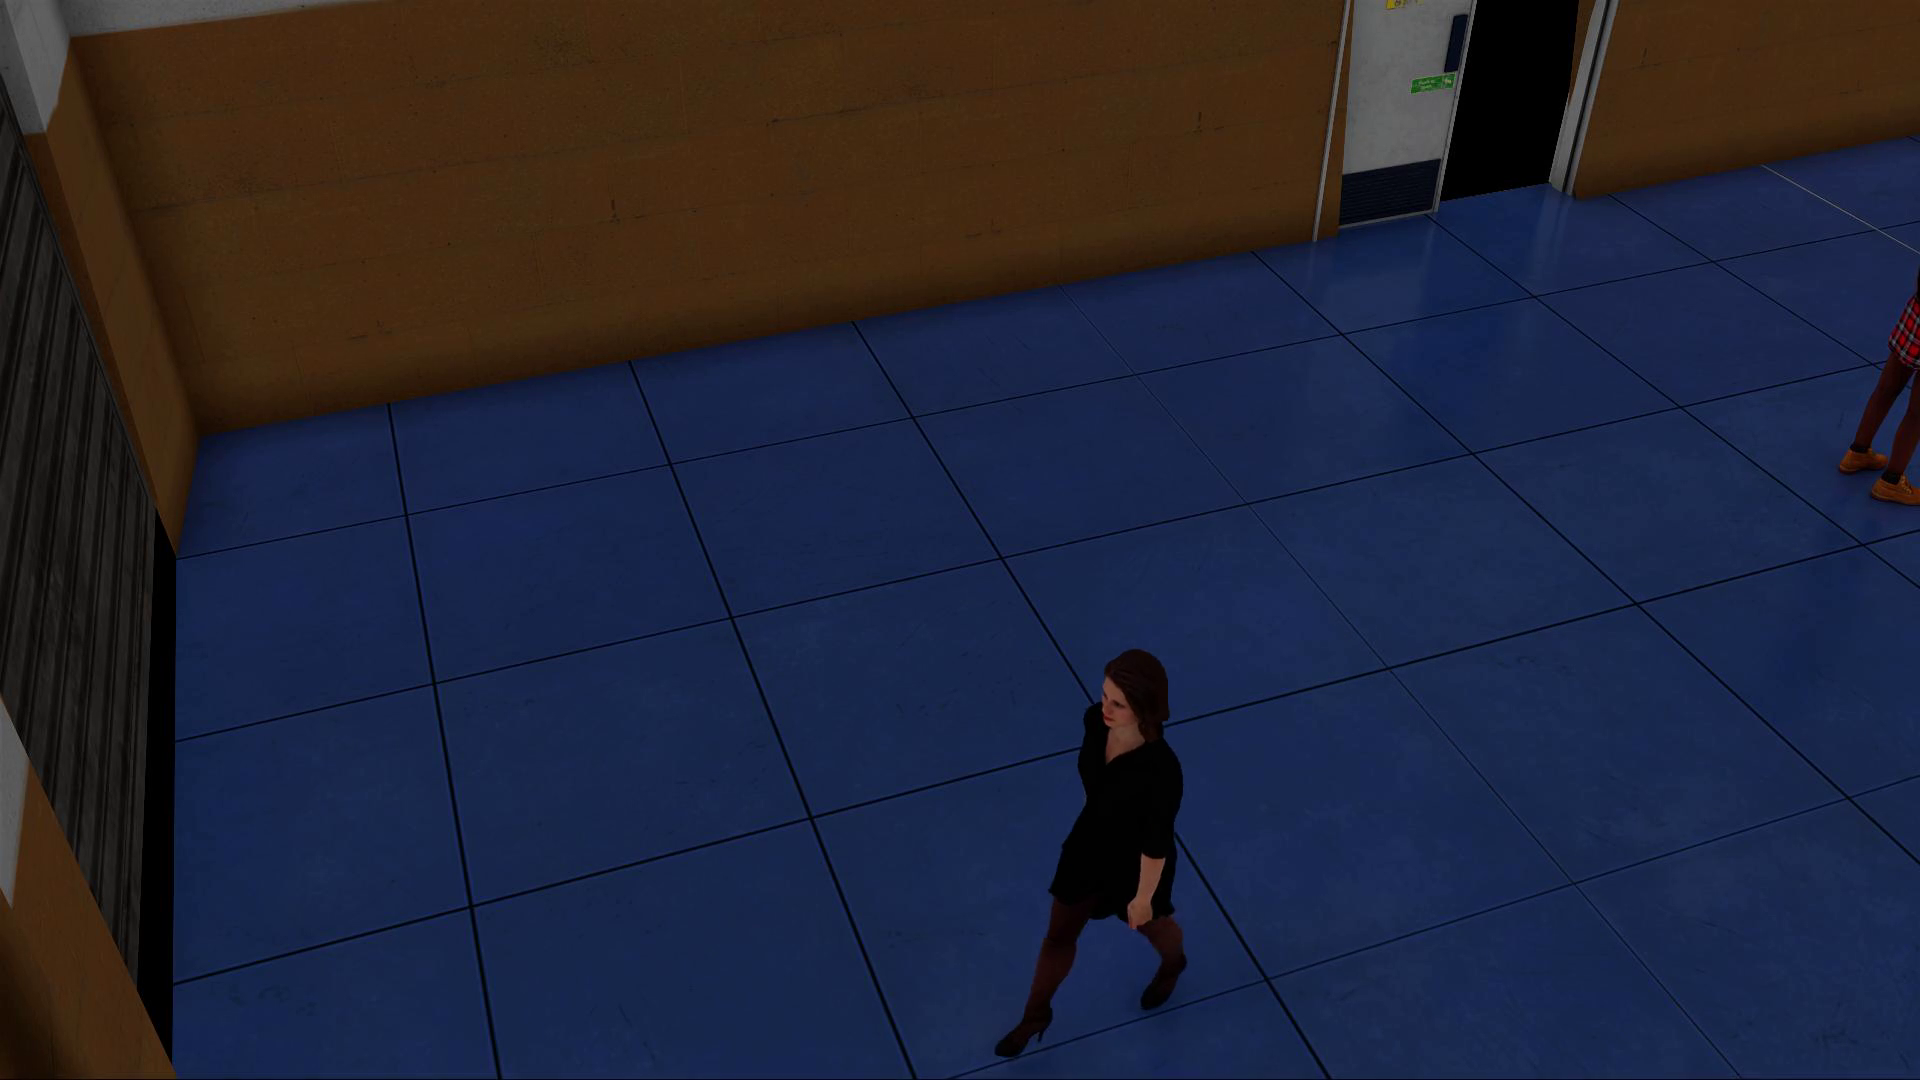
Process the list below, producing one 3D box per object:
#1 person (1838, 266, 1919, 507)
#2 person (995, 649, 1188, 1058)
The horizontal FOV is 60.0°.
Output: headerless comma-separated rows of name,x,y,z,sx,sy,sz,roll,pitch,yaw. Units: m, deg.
person,4.705,-0.989,8.028,0.716,1.728,0.596,-5,37,-7
person,0.594,1.012,5.400,0.824,1.665,0.986,-23,43,-27
